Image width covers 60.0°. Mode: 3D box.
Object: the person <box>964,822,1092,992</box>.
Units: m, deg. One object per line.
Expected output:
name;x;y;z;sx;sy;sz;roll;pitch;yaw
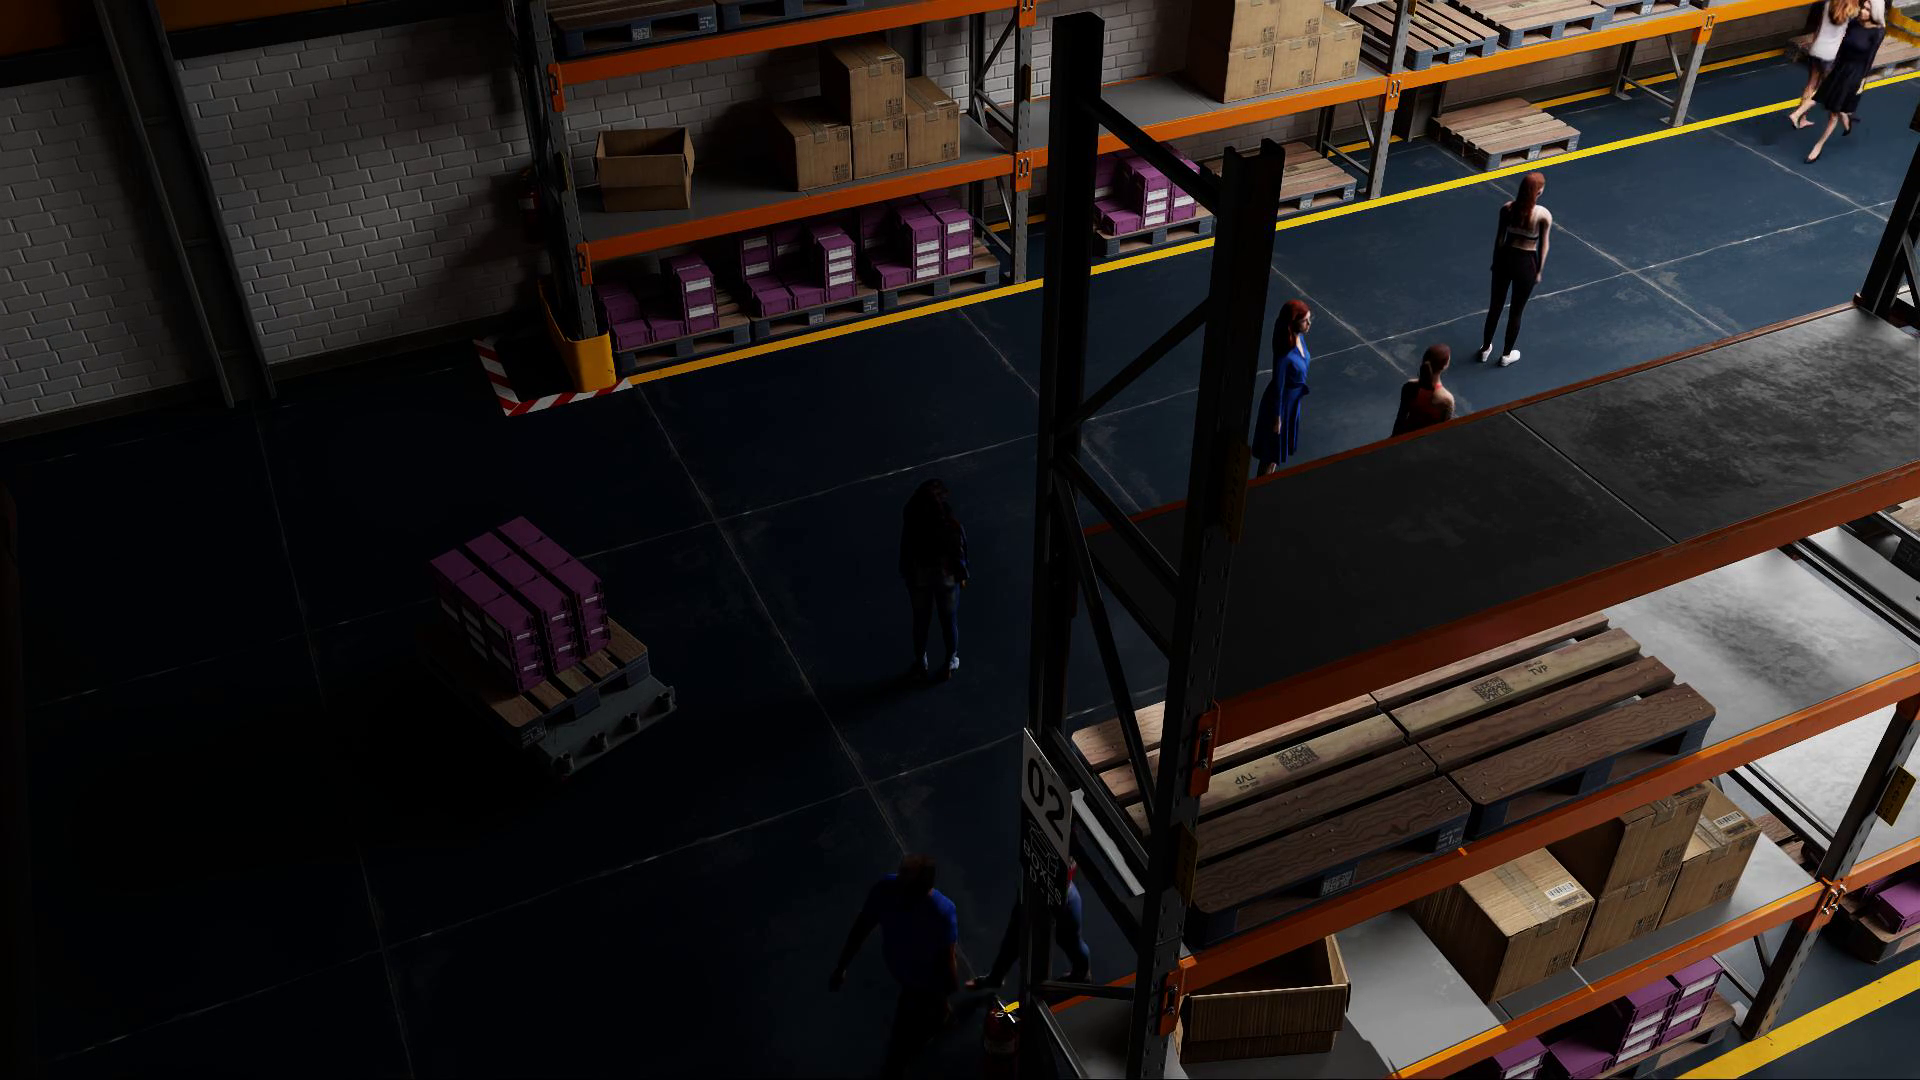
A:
person;0.576;1.891;8.810;0.939;1.584;0.626;-13;40;-15

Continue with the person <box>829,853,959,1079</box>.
person;-0.174;2.111;8.357;1.120;1.805;1.355;28;46;30

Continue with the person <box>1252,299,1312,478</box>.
person;2.348;-0.957;12.181;0.775;1.828;0.696;17;42;21

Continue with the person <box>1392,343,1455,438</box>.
person;3.210;-0.571;11.793;0.866;1.708;1.240;31;48;33

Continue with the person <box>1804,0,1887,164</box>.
person;9.087;-4.698;16.943;0.897;1.731;0.604;-18;42;-22

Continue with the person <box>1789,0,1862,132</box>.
person;9.021;-5.076;17.427;0.829;1.717;0.638;-20;43;-23

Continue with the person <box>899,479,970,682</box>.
person;-0.167;0.260;10.826;0.640;1.617;0.753;2;39;2

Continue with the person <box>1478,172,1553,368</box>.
person;4.627;-2.258;13.880;0.668;1.740;0.680;24;44;27
